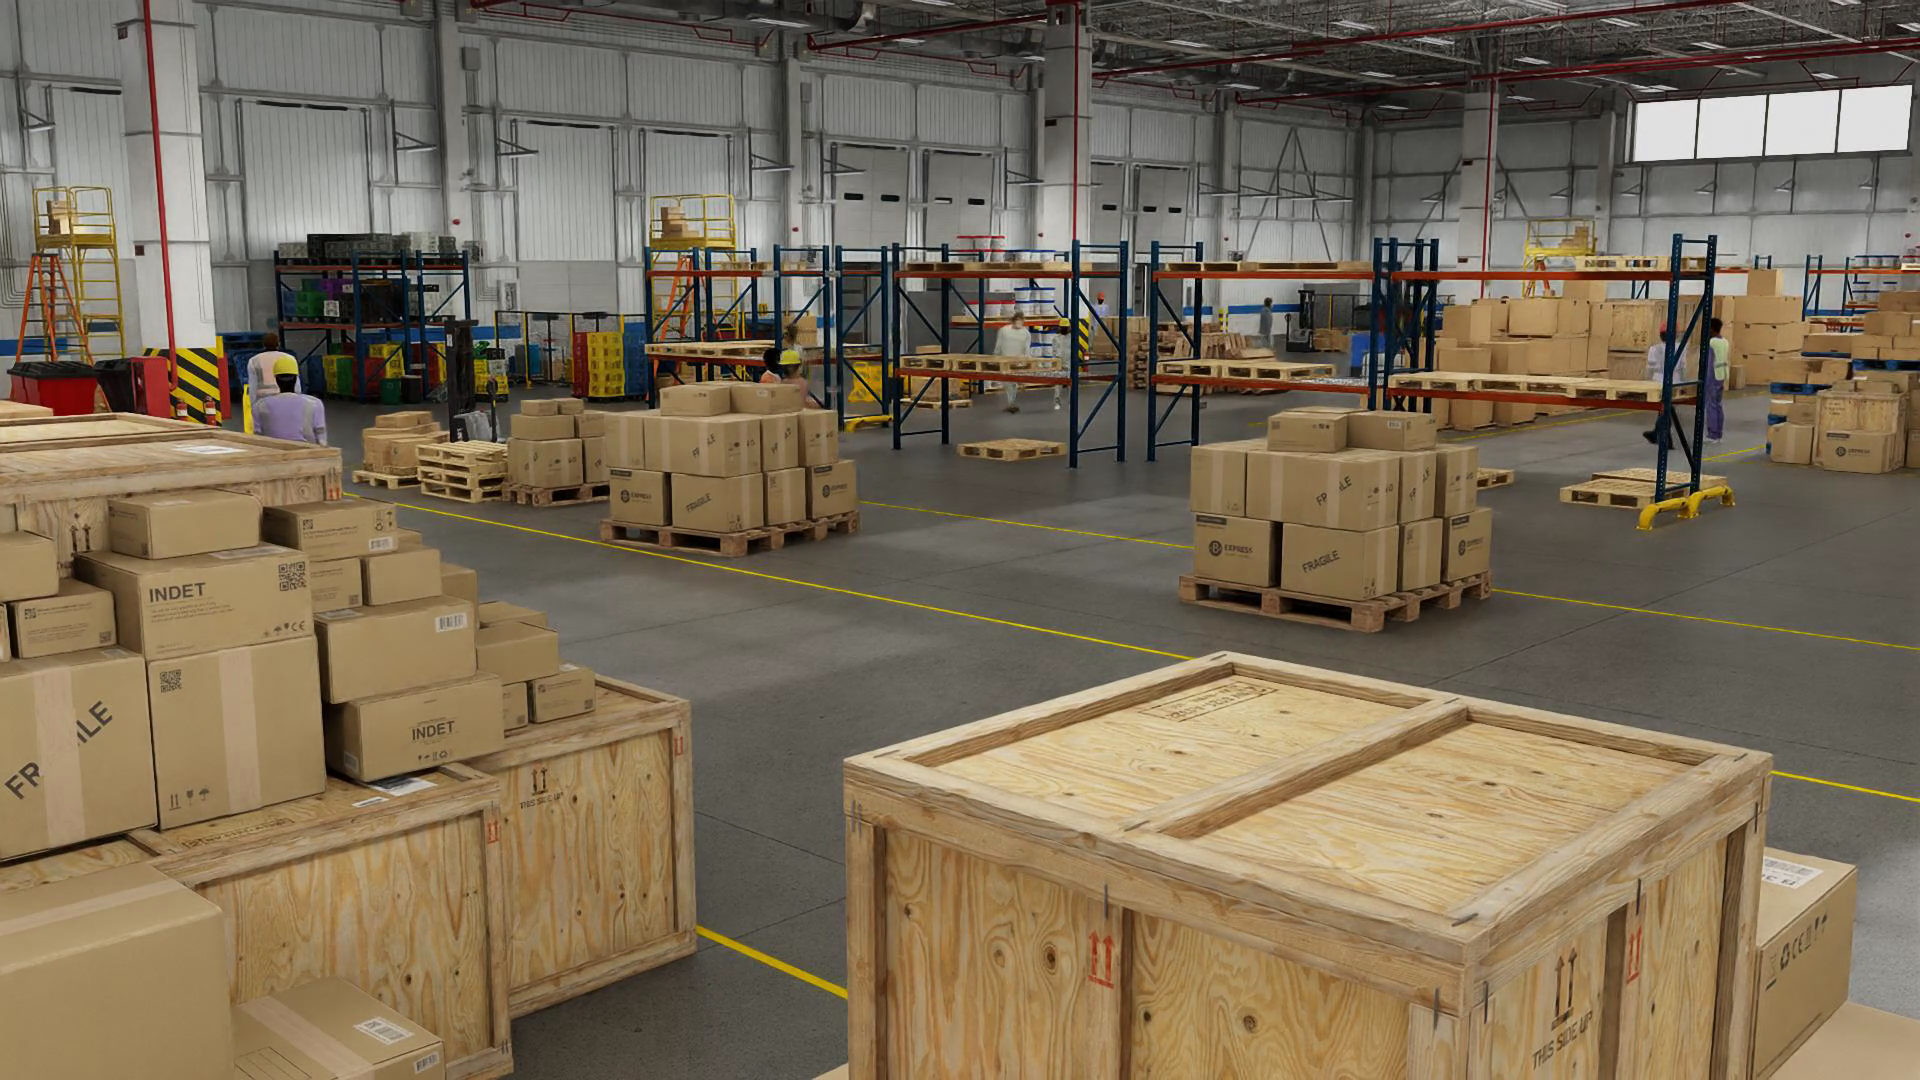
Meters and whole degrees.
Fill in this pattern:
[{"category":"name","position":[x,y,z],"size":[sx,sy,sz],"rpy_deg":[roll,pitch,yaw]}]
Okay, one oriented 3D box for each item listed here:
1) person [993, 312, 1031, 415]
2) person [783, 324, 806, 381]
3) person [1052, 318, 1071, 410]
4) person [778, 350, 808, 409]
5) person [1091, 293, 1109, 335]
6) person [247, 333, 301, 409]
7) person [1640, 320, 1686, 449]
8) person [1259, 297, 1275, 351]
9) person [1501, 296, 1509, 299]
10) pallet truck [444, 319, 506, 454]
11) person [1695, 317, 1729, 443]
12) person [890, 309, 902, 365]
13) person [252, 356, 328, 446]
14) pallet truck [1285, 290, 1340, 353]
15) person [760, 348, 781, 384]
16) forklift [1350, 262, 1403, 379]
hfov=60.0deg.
[{"category":"person","position":[0.953,-3.243,30.544],"size":[0.688,1.864,1.010],"rpy_deg":[-1,9,-4]},{"category":"person","position":[-2.468,-2.363,25.260],"size":[0.552,1.825,0.523],"rpy_deg":[-2,10,-14]},{"category":"person","position":[1.971,-3.326,31.437],"size":[0.485,1.737,0.320],"rpy_deg":[2,9,10]},{"category":"person","position":[-1.939,-1.265,18.775],"size":[0.531,1.745,0.670],"rpy_deg":[9,13,44]},{"category":"person","position":[4.308,-6.632,51.127],"size":[0.545,1.929,0.391],"rpy_deg":[-1,9,-7]},{"category":"person","position":[-8.785,-1.735,21.361],"size":[0.619,1.845,0.430],"rpy_deg":[-4,10,-22]},{"category":"person","position":[10.462,-2.321,24.807],"size":[0.569,1.882,0.976],"rpy_deg":[-1,9,-7]},{"category":"person","position":[8.029,-5.372,43.412],"size":[0.436,1.920,0.649],"rpy_deg":[1,9,3]},{"category":"person","position":[15.624,-6.064,47.772],"size":[0.355,1.884,0.574],"rpy_deg":[1,9,3]},{"category":"pallet truck","position":[-6.981,-1.942,22.150],"size":[1.885,1.965,0.823],"rpy_deg":[1,9,9]},{"category":"person","position":[11.559,-2.444,25.472],"size":[0.596,1.916,0.372],"rpy_deg":[-9,13,-43]},{"category":"person","position":[-1.680,-5.234,43.460],"size":[0.314,1.632,0.517],"rpy_deg":[3,10,19]},{"category":"person","position":[-5.705,-0.608,14.226],"size":[0.597,1.915,0.400],"rpy_deg":[-2,9,-11]},{"category":"pallet truck","position":[11.297,-6.951,52.861],"size":[1.885,1.965,0.823],"rpy_deg":[-5,11,-29]},{"category":"person","position":[-2.291,-1.502,20.378],"size":[0.318,1.697,0.535],"rpy_deg":[1,9,5]},{"category":"forklift","position":[10.394,-5.278,39.903],"size":[1.873,2.768,1.129],"rpy_deg":[3,10,15]}]
